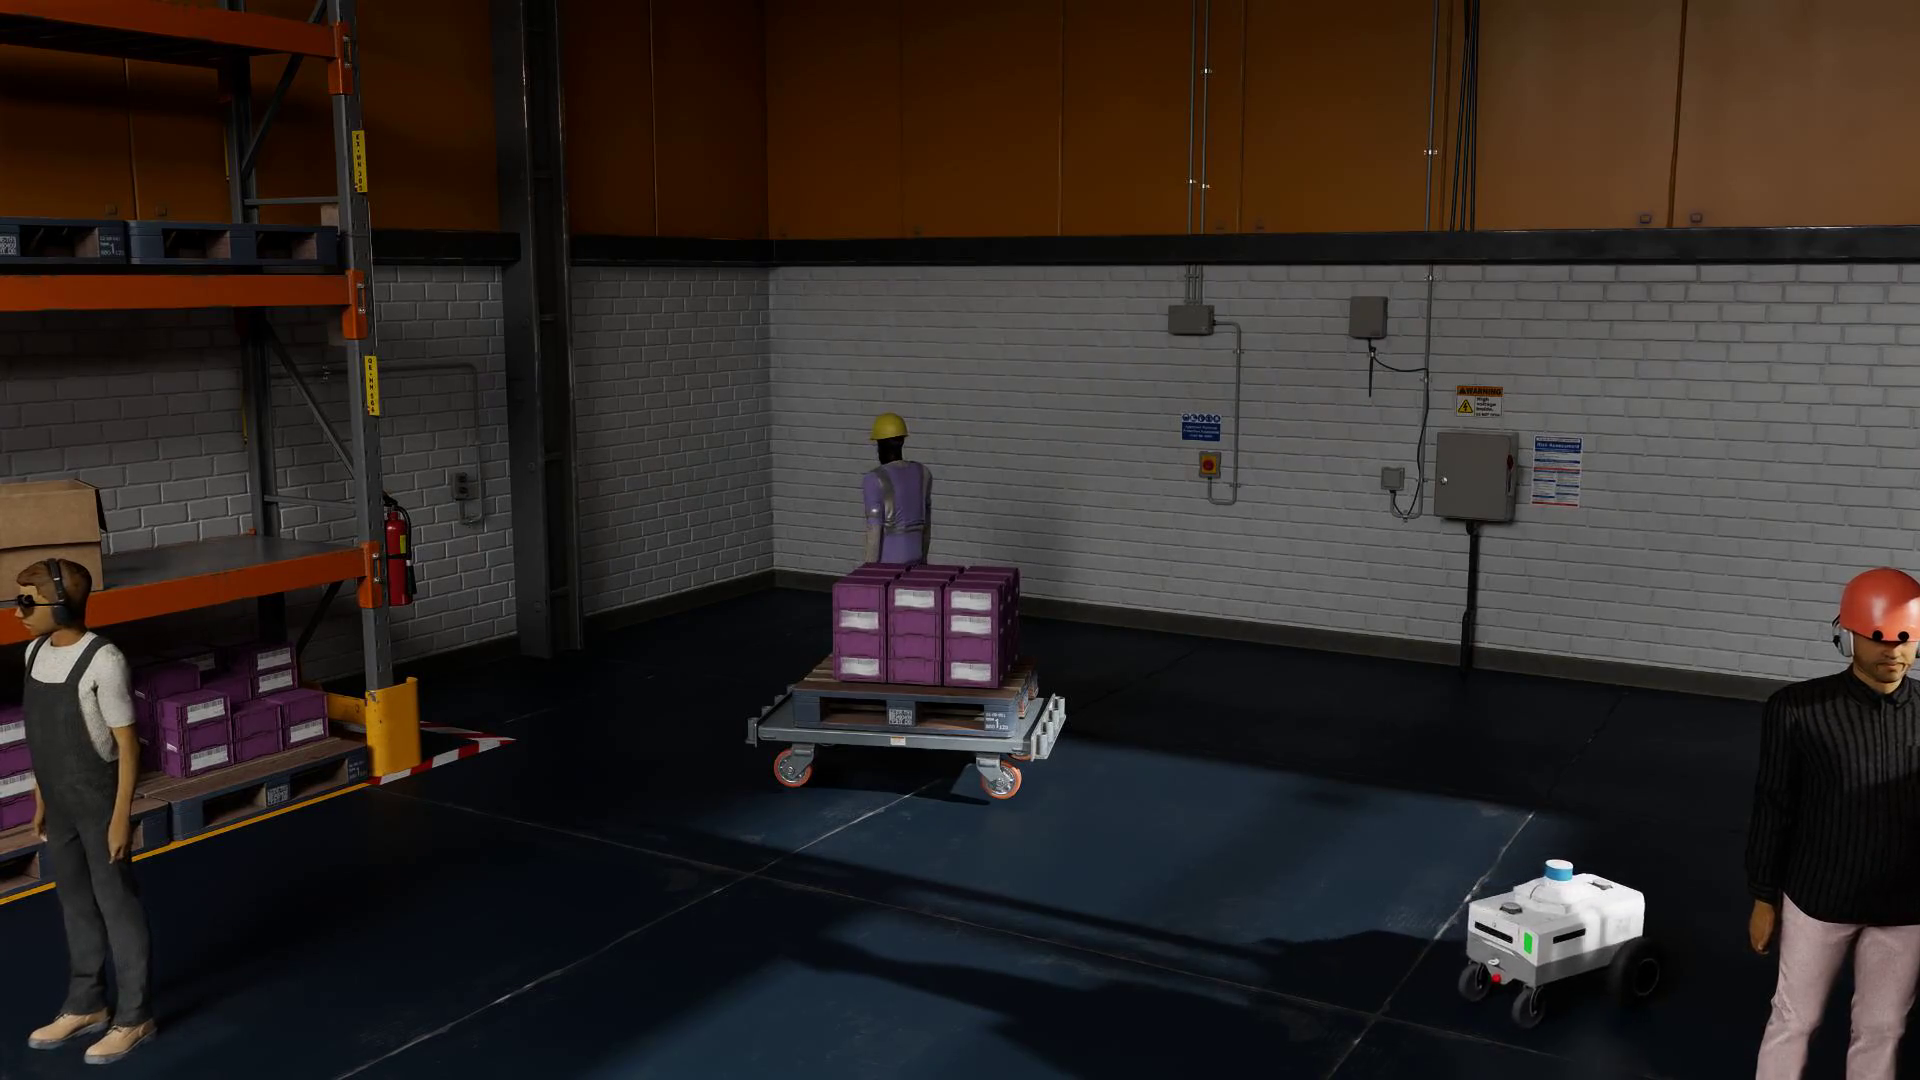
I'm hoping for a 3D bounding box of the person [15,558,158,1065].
[{"bbox_3d":[-3.166,0.967,6.006,0.505,1.842,0.346,5,10,27],"label":"person"}]

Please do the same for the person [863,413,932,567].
[{"bbox_3d":[-0.441,0.116,11.055,0.384,1.922,0.594,8,12,42],"label":"person"}]

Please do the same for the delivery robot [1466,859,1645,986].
[{"bbox_3d":[2.311,1.487,6.456,0.707,0.478,0.477,-6,11,-30],"label":"delivery robot"}]

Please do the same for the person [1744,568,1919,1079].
[{"bbox_3d":[2.664,1.062,4.935,0.625,1.992,0.389,1,9,5],"label":"person"}]
